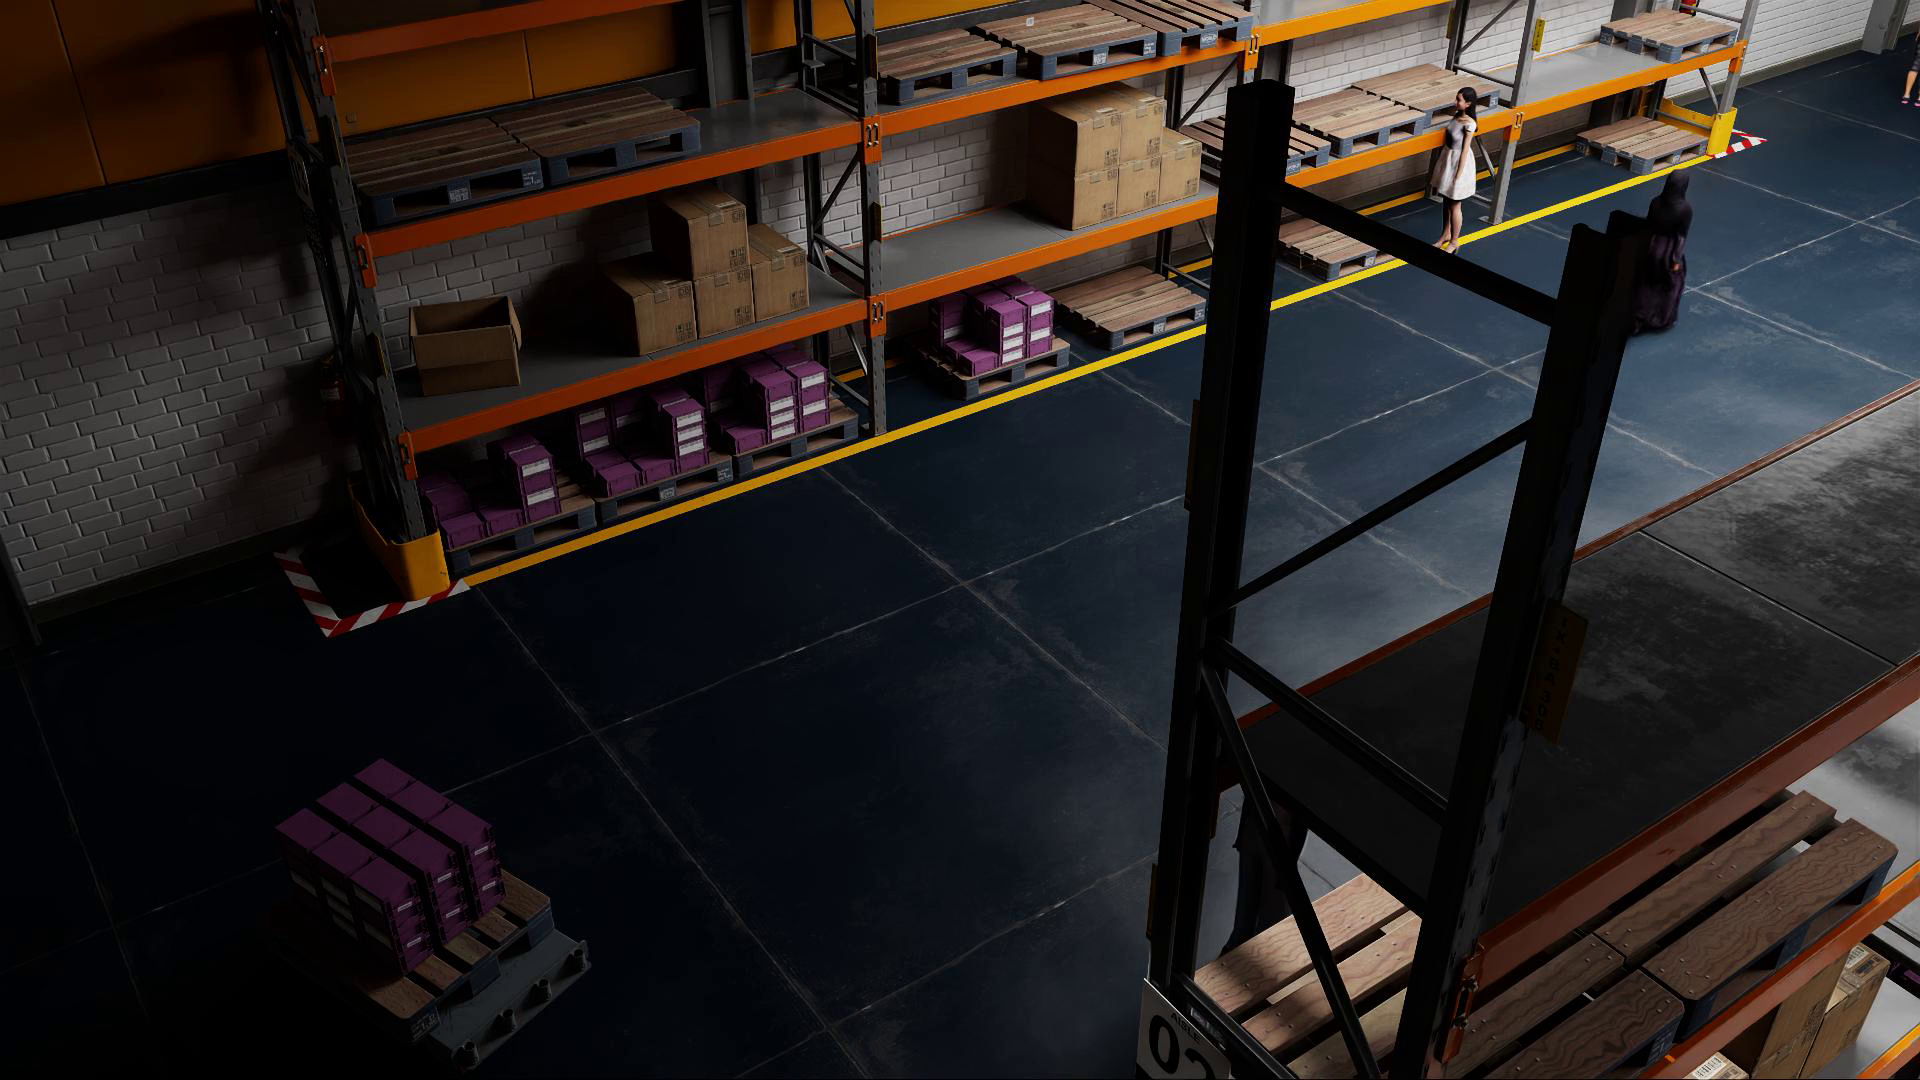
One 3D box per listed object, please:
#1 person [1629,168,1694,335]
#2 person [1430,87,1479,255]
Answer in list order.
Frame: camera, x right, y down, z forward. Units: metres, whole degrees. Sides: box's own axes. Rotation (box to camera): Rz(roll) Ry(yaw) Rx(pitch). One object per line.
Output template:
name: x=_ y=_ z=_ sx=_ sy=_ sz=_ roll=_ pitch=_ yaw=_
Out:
person: x=6.504 y=-2.669 z=15.526 sx=0.751 sy=1.608 sz=0.623 roll=-21 pitch=39 yaw=-29
person: x=5.073 y=-3.771 z=17.039 sx=0.797 sy=1.769 sz=0.774 roll=-3 pitch=34 yaw=-4
